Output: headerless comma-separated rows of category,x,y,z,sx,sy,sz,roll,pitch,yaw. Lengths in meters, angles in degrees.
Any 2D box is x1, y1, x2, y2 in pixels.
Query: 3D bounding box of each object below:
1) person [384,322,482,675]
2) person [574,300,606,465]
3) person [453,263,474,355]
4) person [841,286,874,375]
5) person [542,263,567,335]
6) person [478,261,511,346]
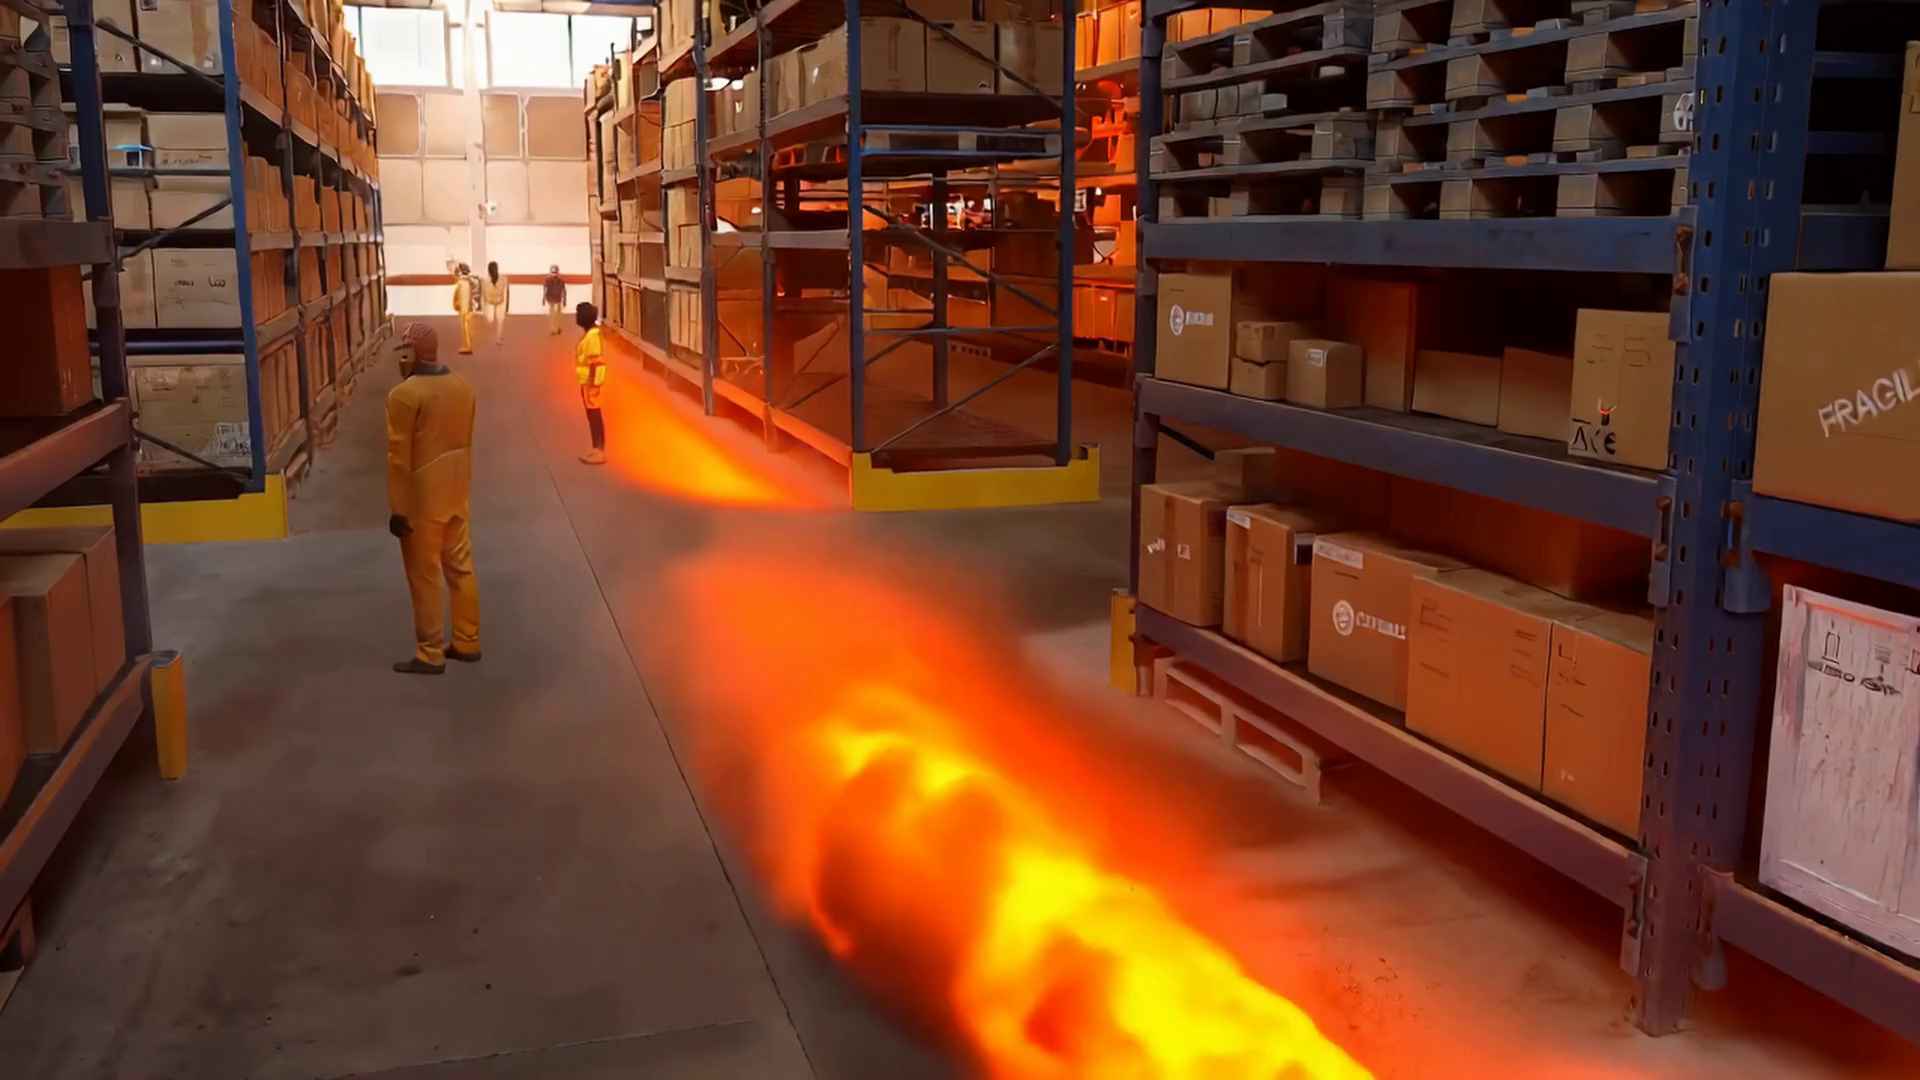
person,-2.884,-0.225,9.009,0.399,1.899,0.650,4,11,19
person,-3.841,-1.631,17.261,0.318,1.697,0.536,-4,11,-21
person,-9.886,-4.593,33.124,0.404,1.833,0.590,-3,11,-16
person,-1.683,-3.338,26.530,0.547,1.712,0.895,-5,11,-25
person,-9.741,-5.777,39.943,0.568,1.716,0.888,2,10,9
person,-9.978,-5.059,35.700,0.665,1.819,0.608,-4,11,-20
